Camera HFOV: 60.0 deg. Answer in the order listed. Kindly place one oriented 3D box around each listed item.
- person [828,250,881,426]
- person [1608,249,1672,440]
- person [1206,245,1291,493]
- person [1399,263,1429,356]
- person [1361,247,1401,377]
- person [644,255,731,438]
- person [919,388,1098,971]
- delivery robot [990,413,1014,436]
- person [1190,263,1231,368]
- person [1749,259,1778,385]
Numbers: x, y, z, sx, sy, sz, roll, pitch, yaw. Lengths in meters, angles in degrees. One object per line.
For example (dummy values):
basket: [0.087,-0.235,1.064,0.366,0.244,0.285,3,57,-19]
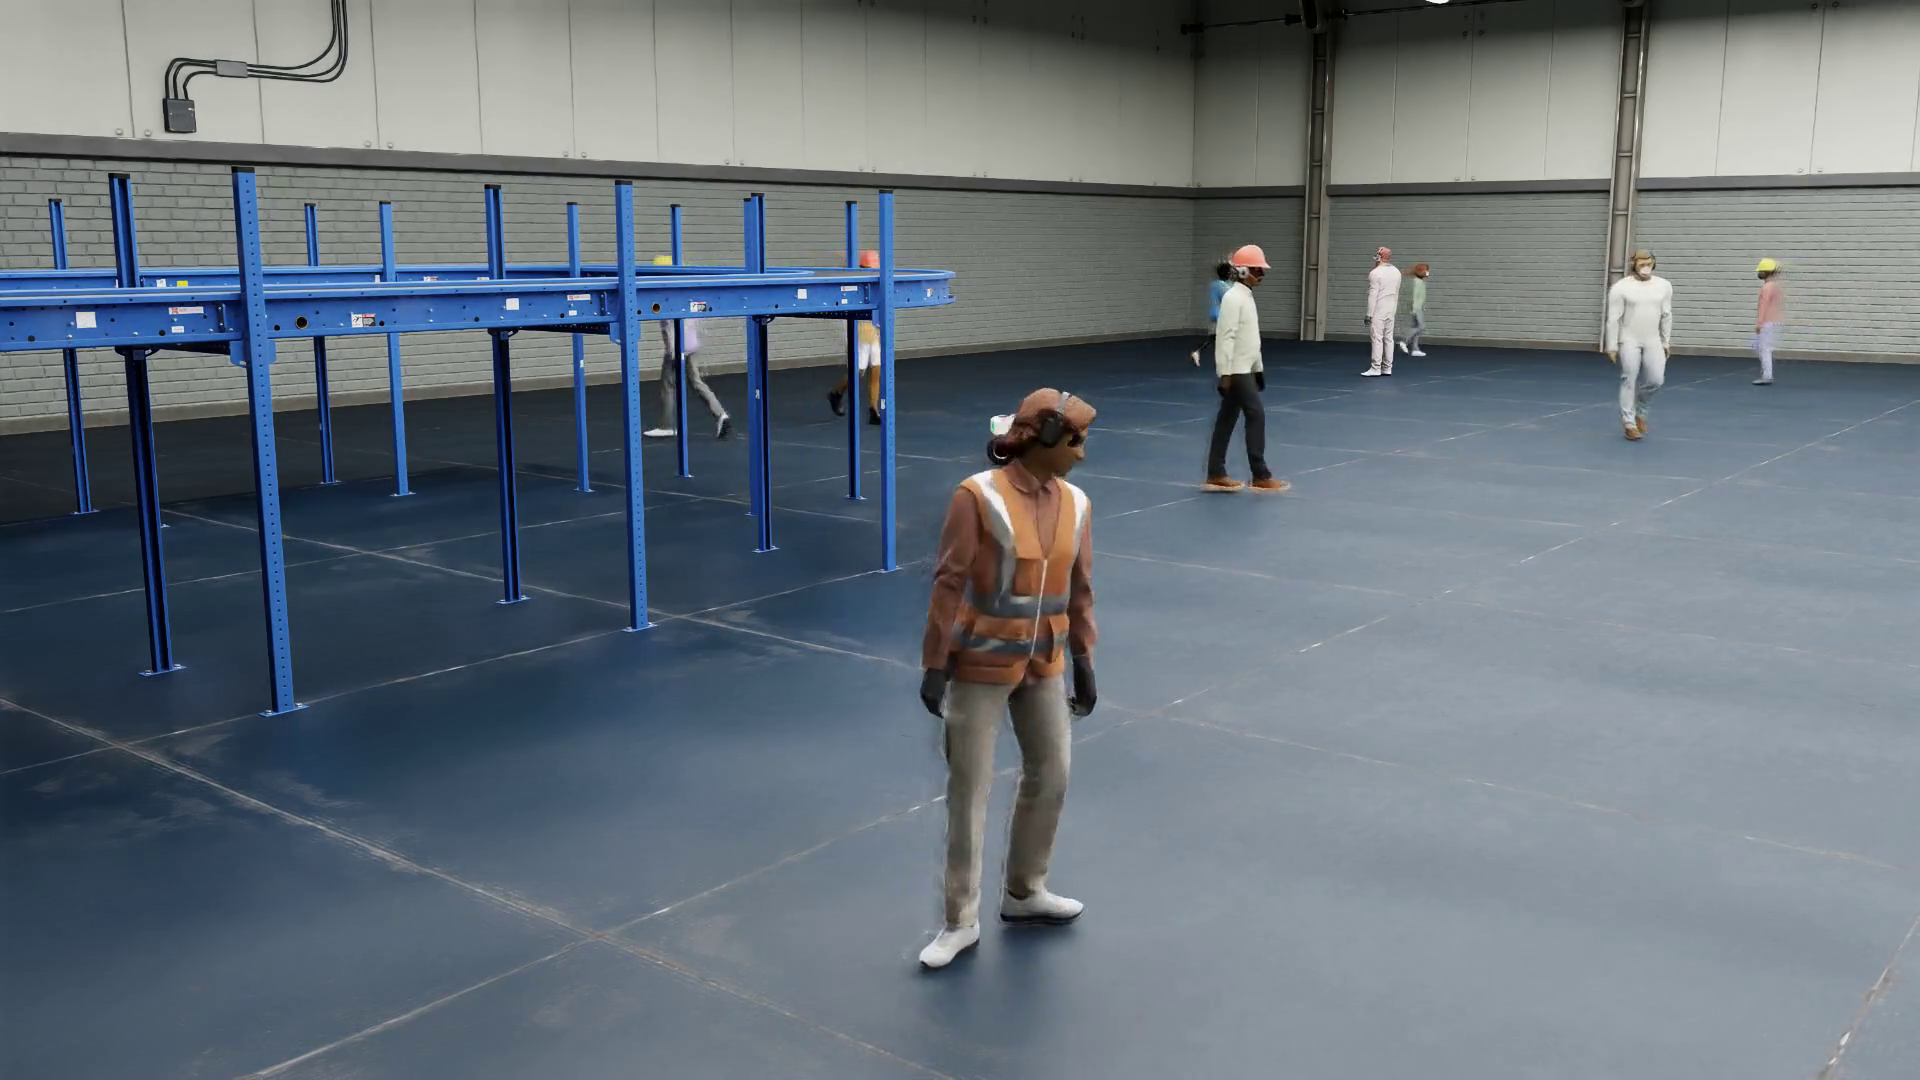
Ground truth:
person: [-1.111,-2.235,18.364,0.736,1.914,0.546,8,13,37]
person: [6.903,-1.984,16.906,0.662,1.927,0.436,0,10,1]
person: [2.355,-1.345,13.244,0.837,1.964,0.654,3,11,18]
person: [8.014,-4.040,29.150,0.388,1.623,0.512,5,11,25]
person: [6.247,-3.388,24.743,0.640,1.909,0.409,-8,13,-38]
person: [-2.798,-1.955,16.902,0.920,1.868,0.673,4,11,20]
person: [0.115,0.385,4.668,0.617,1.610,0.327,-8,13,-36]
delivery robot: [0.646,-1.018,15.212,0.707,0.478,0.477,2,10,9]
person: [4.005,-3.489,25.952,0.743,1.672,0.542,-4,11,-23]
person: [11.262,-3.052,23.289,0.412,1.747,0.559,7,12,35]
